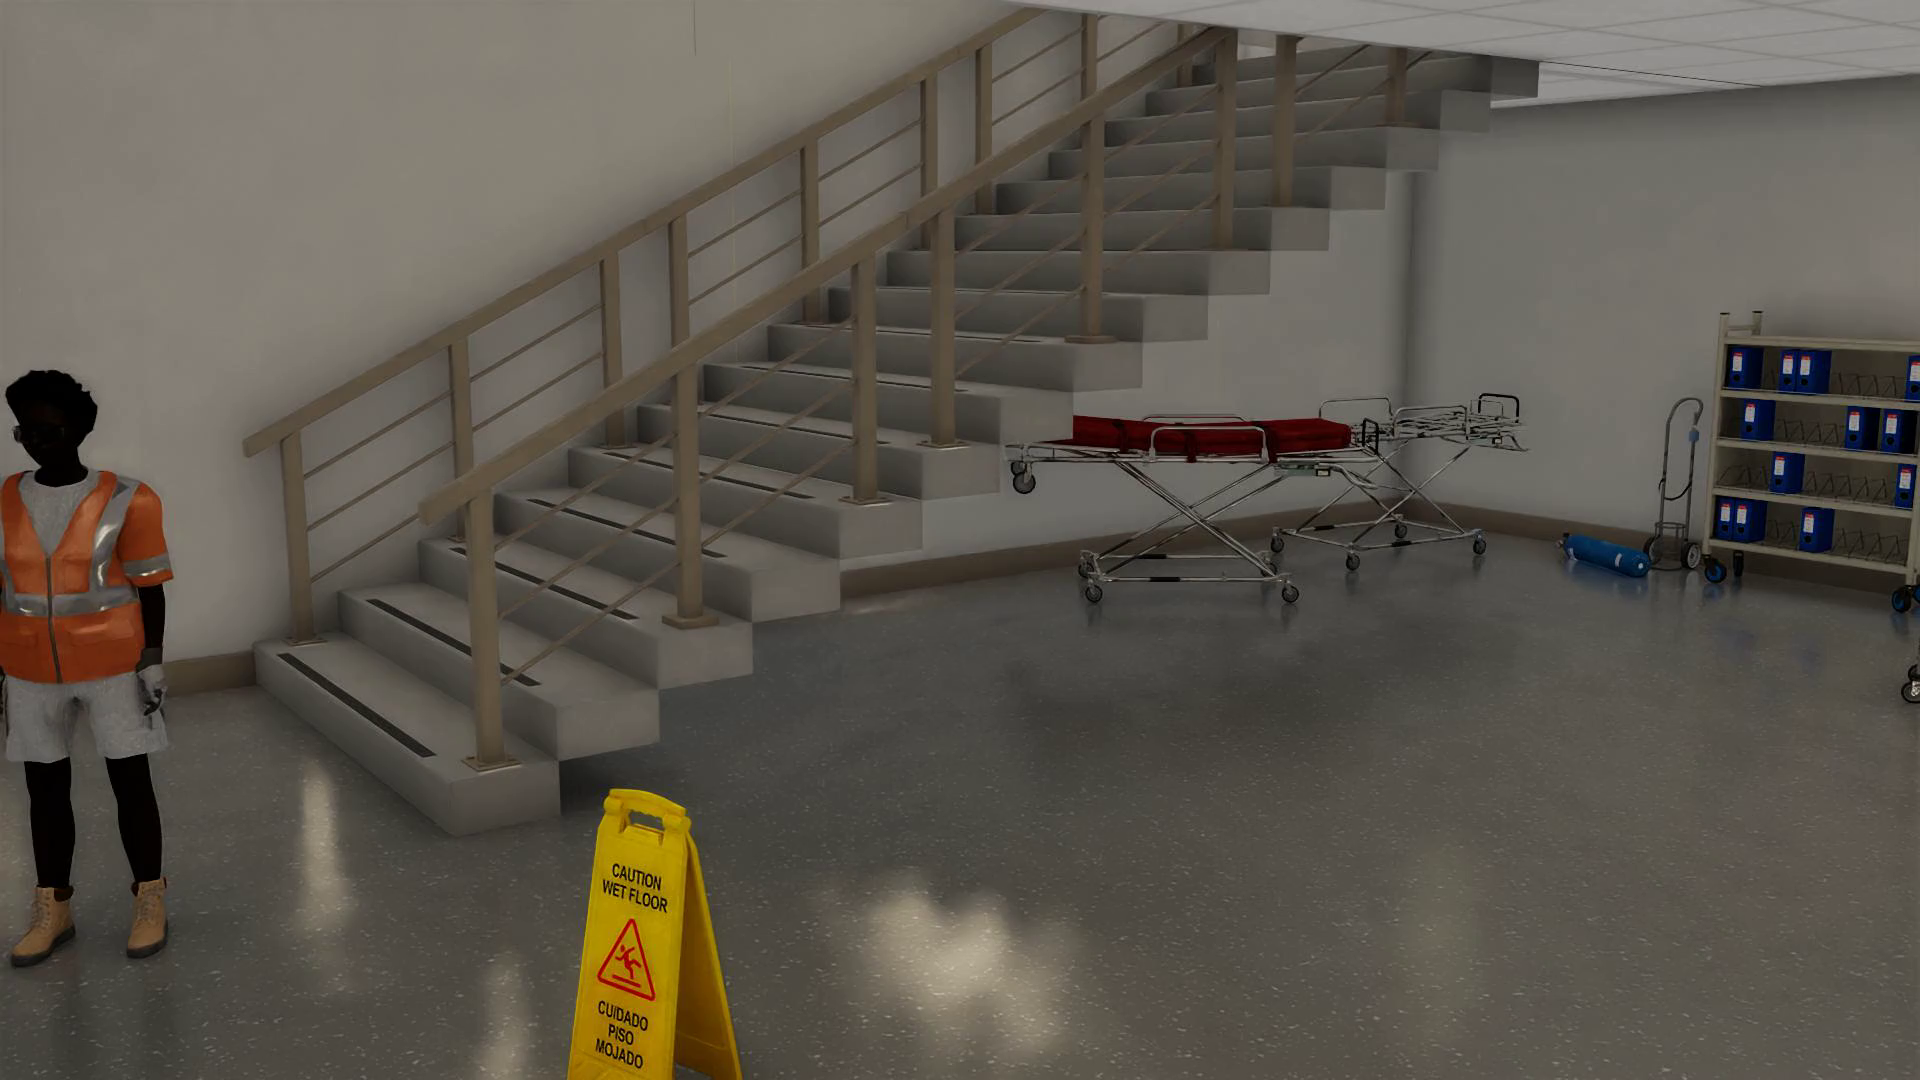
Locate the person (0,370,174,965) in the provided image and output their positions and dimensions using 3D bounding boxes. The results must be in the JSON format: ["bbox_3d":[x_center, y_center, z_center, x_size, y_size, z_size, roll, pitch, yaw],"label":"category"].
[{"bbox_3d":[-2.519,0.364,4.741,0.535,1.697,0.318,-2,10,-9],"label":"person"}]
